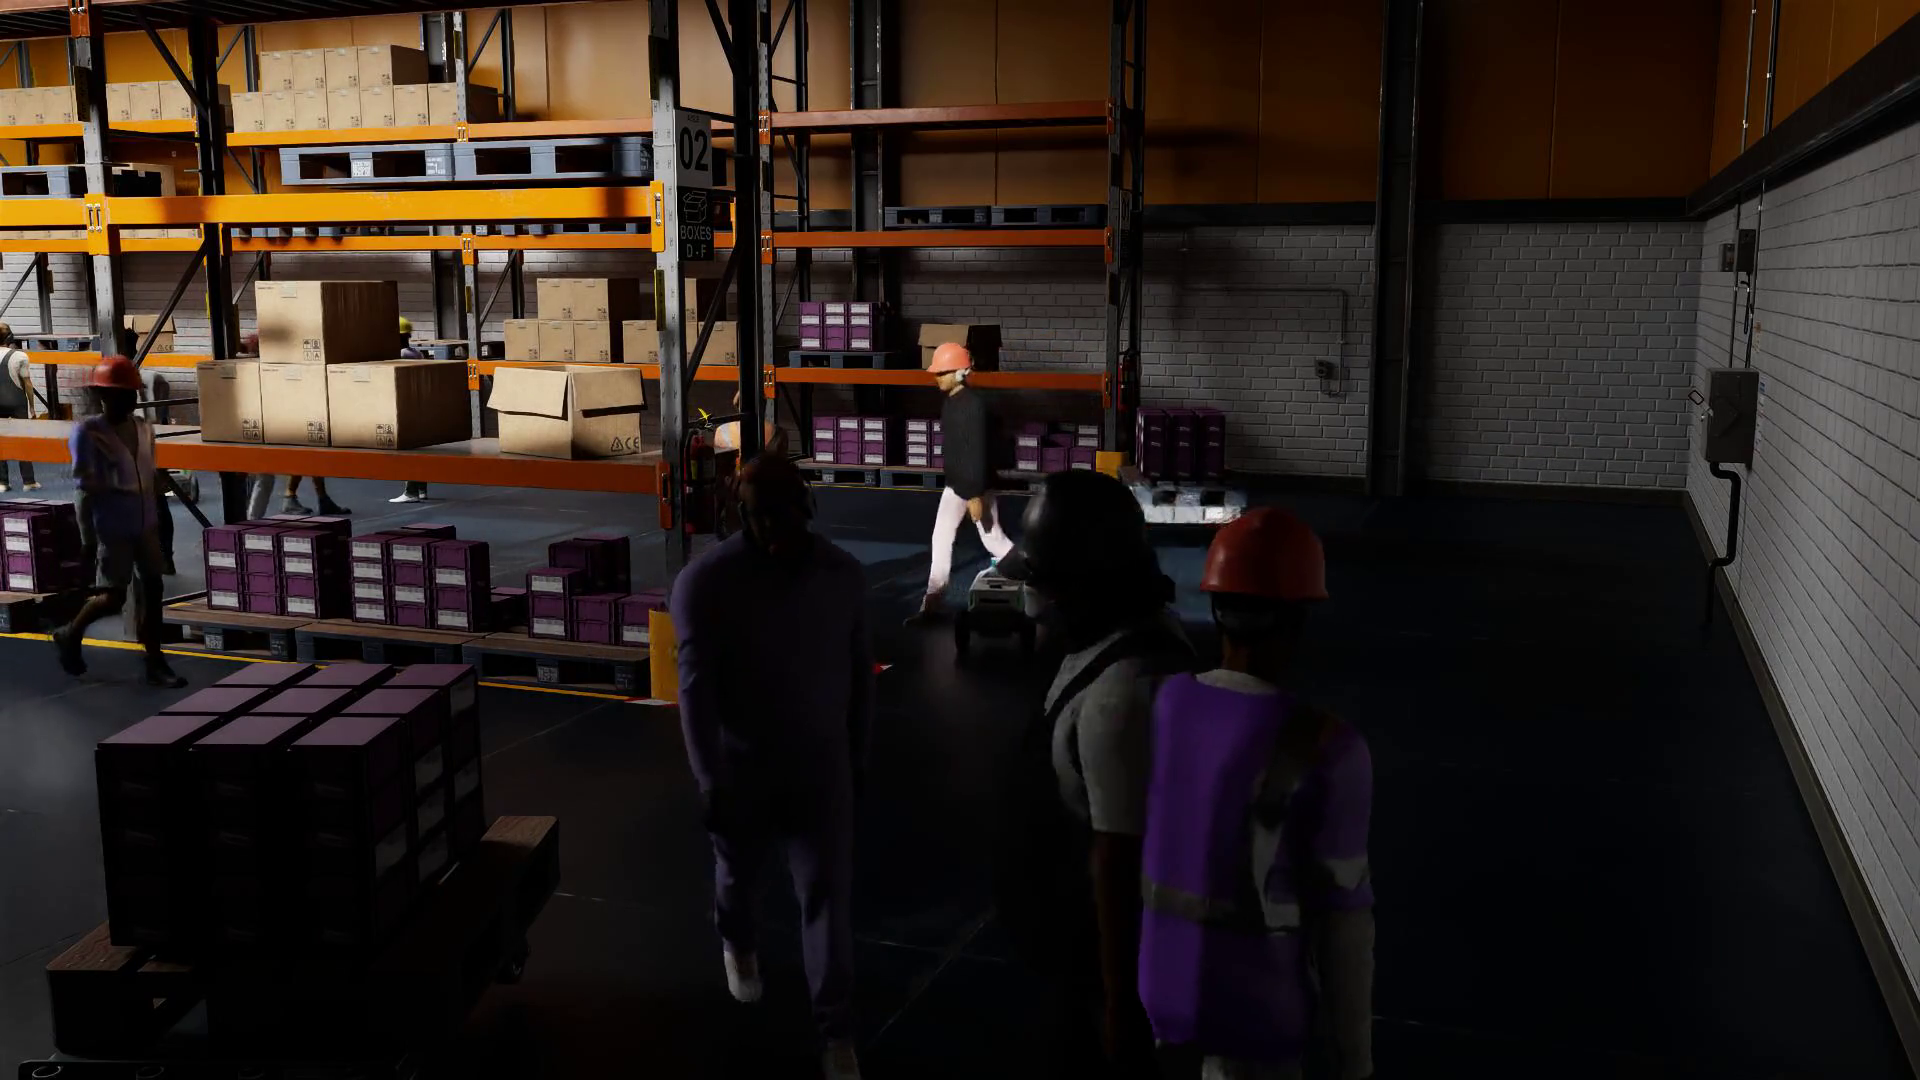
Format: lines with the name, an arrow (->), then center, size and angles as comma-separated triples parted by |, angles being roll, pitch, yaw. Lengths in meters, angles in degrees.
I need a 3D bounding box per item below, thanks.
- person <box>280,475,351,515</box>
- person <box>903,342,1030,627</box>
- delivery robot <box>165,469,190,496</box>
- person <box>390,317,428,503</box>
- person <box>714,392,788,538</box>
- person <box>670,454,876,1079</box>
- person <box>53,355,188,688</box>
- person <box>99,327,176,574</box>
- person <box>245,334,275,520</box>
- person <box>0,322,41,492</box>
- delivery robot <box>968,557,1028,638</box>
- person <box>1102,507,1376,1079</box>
person -> -6.397, -1.186, 16.307 | 0.573, 1.930, 0.562 | -3, 10, -20
person -> 0.139, -0.383, 11.244 | 1.062, 1.937, 0.615 | -5, 10, -28
delivery robot -> -8.205, -0.709, 17.267 | 0.477, 0.478, 0.707 | -4, 10, -26
person -> -5.741, -1.343, 17.241 | 0.360, 1.930, 0.587 | 1, 9, 5
person -> -1.390, -0.217, 11.080 | 0.514, 1.639, 0.310 | -1, 9, -4
person -> -0.558, 0.643, 5.076 | 0.634, 1.848, 1.061 | -3, 9, -17
person -> -4.828, -0.092, 9.457 | 0.720, 1.920, 0.549 | 3, 10, 19
person -> -6.388, -0.669, 12.901 | 0.373, 1.962, 0.607 | 4, 10, 22
person -> -6.271, -0.888, 14.690 | 0.426, 1.846, 0.744 | 0, 9, -3
person -> -10.341, -1.436, 18.091 | 0.508, 1.846, 0.345 | -2, 9, -14
delivery robot -> 0.246, 0.351, 10.611 | 0.477, 0.478, 0.707 | 1, 9, 6
person -> 0.542, 0.892, 3.239 | 0.486, 1.909, 0.569 | -8, 12, -41
